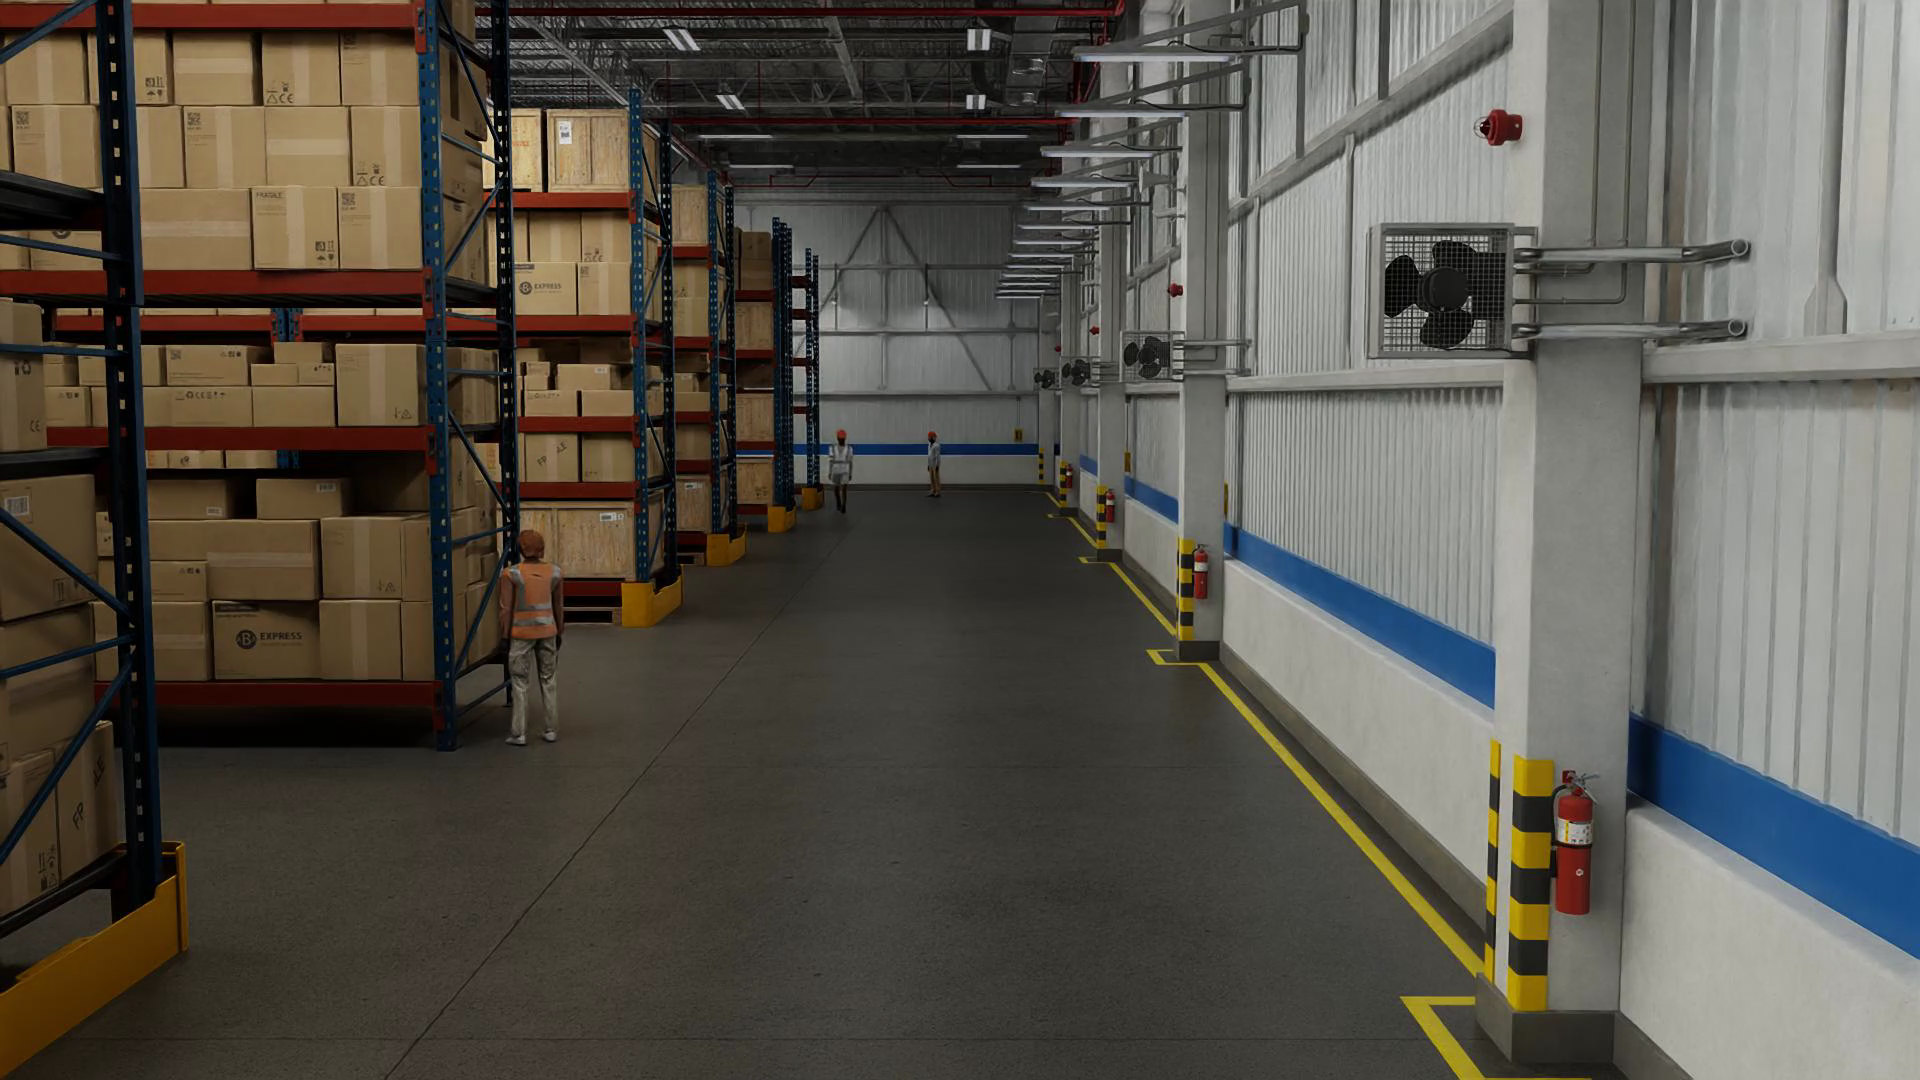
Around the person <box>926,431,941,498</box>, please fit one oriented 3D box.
[{"bbox_3d":[-0.712,-1.970,43.439,0.361,1.742,0.563,-3,6,-28],"label":"person"}]

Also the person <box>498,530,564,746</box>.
[{"bbox_3d":[-3.224,0.735,12.558,0.522,1.632,0.314,-4,6,-40],"label":"person"}]

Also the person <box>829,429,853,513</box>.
[{"bbox_3d":[-2.696,-1.568,37.721,0.564,1.922,0.685,0,5,1],"label":"person"}]
